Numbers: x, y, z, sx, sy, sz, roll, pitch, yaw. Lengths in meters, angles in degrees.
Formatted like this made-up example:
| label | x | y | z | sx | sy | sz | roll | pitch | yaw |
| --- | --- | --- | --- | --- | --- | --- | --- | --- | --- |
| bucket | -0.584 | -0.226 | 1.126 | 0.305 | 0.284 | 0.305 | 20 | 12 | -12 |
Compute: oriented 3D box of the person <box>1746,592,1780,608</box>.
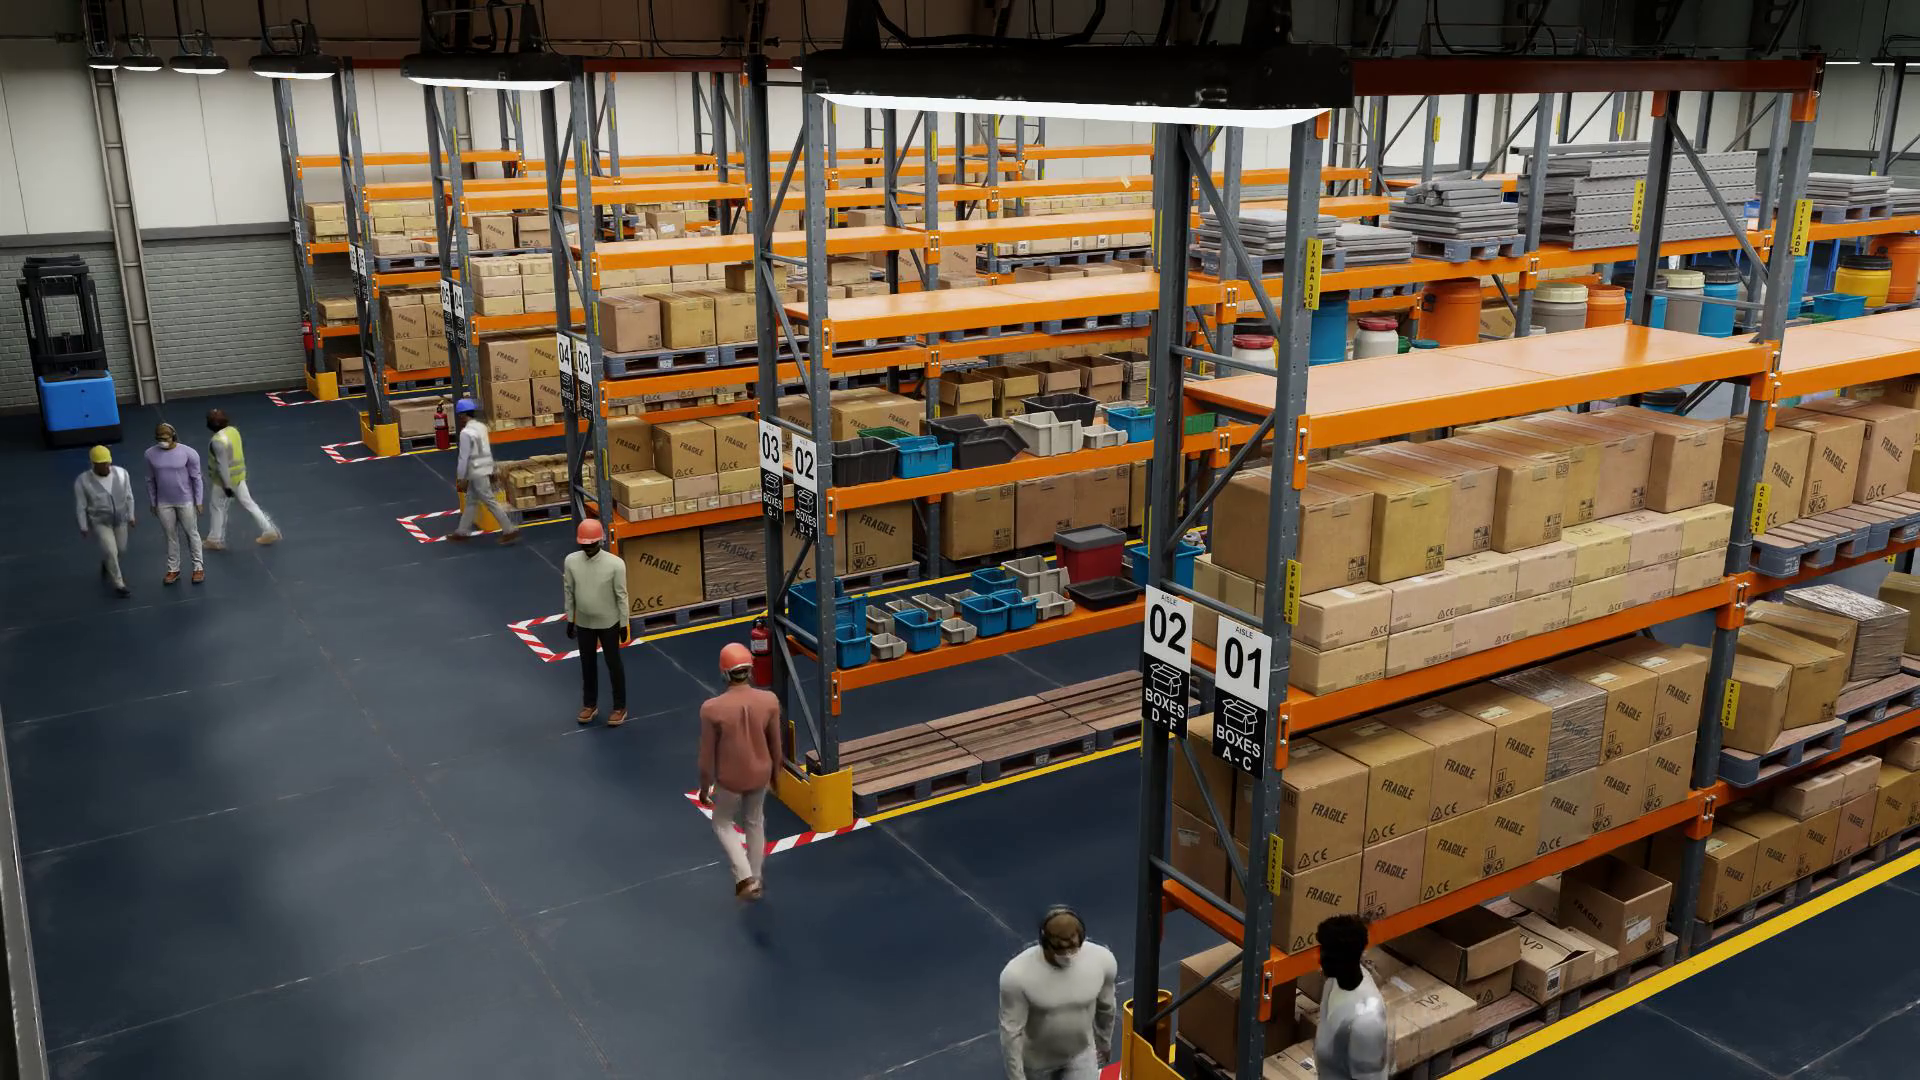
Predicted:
| label | x | y | z | sx | sy | sz | roll | pitch | yaw |
| --- | --- | --- | --- | --- | --- | --- | --- | --- | --- |
| person | 6.632 | 1.115 | 13.385 | 1.031 | 1.984 | 0.630 | -10 | 20 | -29 |

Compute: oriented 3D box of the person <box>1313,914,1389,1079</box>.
| label | x | y | z | sx | sy | sz | roll | pitch | yaw |
| --- | --- | --- | --- | --- | --- | --- | --- | --- | --- |
| person | 1.862 | 2.785 | 8.011 | 0.894 | 1.919 | 0.646 | -1 | 17 | -4 |

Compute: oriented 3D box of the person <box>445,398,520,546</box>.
| label | x | y | z | sx | sy | sz | roll | pitch | yaw |
| --- | --- | --- | --- | --- | --- | --- | --- | --- | --- |
| person | -6.108 | -0.848 | 20.028 | 0.979 | 1.881 | 0.680 | 1 | 17 | 2 |

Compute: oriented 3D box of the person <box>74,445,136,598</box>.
| label | x | y | z | sx | sy | sz | roll | pitch | yaw |
| --- | --- | --- | --- | --- | --- | --- | --- | --- | --- |
| person | -9.909 | -0.270 | 18.272 | 0.774 | 1.794 | 0.612 | 14 | 22 | 38 |

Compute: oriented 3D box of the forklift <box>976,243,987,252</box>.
| label | x | y | z | sx | sy | sz | roll | pitch | yaw |
| --- | --- | --- | --- | --- | --- | --- | --- | --- | --- |
| forklift | 0.988 | -5.474 | 34.718 | 1.214 | 2.155 | 2.313 | -10 | 20 | -31 |

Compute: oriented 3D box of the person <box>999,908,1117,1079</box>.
| label | x | y | z | sx | sy | sz | roll | pitch | yaw |
| --- | --- | --- | --- | --- | --- | --- | --- | --- | --- |
| person | 0.516 | 2.724 | 8.312 | 0.648 | 1.873 | 1.103 | -2 | 17 | -7 |

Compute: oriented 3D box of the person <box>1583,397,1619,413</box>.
| label | x | y | z | sx | sy | sz | roll | pitch | yaw |
| --- | --- | --- | --- | --- | --- | --- | --- | --- | --- |
| person | 9.405 | -1.803 | 23.075 | 0.591 | 1.920 | 0.392 | 14 | 22 | 38 |

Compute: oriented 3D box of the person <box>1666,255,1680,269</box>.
| label | x | y | z | sx | sy | sz | roll | pitch | yaw |
| --- | --- | --- | --- | --- | --- | --- | --- | --- | --- |
| person | 19.479 | -7.824 | 42.956 | 0.624 | 1.838 | 0.430 | -6 | 18 | -20 |

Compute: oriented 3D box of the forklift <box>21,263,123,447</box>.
| label | x | y | z | sx | sy | sz | roll | pitch | yaw |
| --- | --- | --- | --- | --- | --- | --- | --- | --- | --- |
| forklift | -14.518 | -3.079 | 25.708 | 1.129 | 2.768 | 1.873 | -10 | 20 | -31 |

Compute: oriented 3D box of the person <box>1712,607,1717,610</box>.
| label | x | y | z | sx | sy | sz | roll | pitch | yaw |
| --- | --- | --- | --- | --- | --- | --- | --- | --- | --- |
| person | 8.595 | -0.181 | 17.721 | 0.362 | 1.939 | 0.543 | -3 | 17 | -9 |

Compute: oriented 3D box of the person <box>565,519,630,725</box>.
| label | x | y | z | sx | sy | sz | roll | pitch | yaw |
| --- | --- | --- | --- | --- | --- | --- | --- | --- | --- |
| person | -3.359 | 0.749 | 14.600 | 0.619 | 1.986 | 0.405 | 4 | 17 | 13 |

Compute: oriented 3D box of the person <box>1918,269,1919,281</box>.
| label | x | y | z | sx | sy | sz | roll | pitch | yaw |
| --- | --- | --- | --- | --- | --- | --- | --- | --- | --- |
| person | 21.617 | -5.651 | 35.691 | 0.802 | 1.912 | 0.624 | 2 | 17 | 8 |

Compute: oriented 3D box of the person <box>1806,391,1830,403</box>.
| label | x | y | z | sx | sy | sz | roll | pitch | yaw |
| --- | --- | --- | --- | --- | --- | --- | --- | --- | --- |
| person | 12.063 | -1.557 | 22.278 | 0.478 | 1.912 | 0.645 | 5 | 18 | 15 |

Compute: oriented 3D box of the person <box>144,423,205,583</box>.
| label | x | y | z | sx | sy | sz | roll | pitch | yaw |
| --- | --- | --- | --- | --- | --- | --- | --- | --- | --- |
| person | -9.232 | -0.442 | 18.590 | 0.627 | 1.934 | 0.372 | -2 | 17 | -7 |

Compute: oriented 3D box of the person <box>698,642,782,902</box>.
| label | x | y | z | sx | sy | sz | roll | pitch | yaw |
| --- | --- | --- | --- | --- | --- | --- | --- | --- | --- |
| person | -1.577 | 1.708 | 11.468 | 0.644 | 1.973 | 0.519 | -9 | 19 | -28 |

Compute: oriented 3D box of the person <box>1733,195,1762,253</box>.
| label | x | y | z | sx | sy | sz | roll | pitch | yaw |
| --- | --- | --- | --- | --- | --- | --- | --- | --- | --- |
| person | 25.180 | -10.075 | 50.255 | 0.676 | 1.897 | 0.370 | 10 | 20 | 31 |

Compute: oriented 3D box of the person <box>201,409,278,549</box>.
| label | x | y | z | sx | sy | sz | roll | pitch | yaw |
| --- | --- | --- | --- | --- | --- | --- | --- | --- | --- |
| person | -9.200 | -0.784 | 19.947 | 0.944 | 1.804 | 0.627 | 0 | 17 | -1 |

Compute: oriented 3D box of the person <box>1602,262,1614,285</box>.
| label | x | y | z | sx | sy | sz | roll | pitch | yaw |
| --- | --- | --- | --- | --- | --- | --- | --- | --- | --- |
| person | 15.153 | -6.035 | 36.938 | 0.473 | 1.923 | 0.660 | 4 | 18 | 14 |
